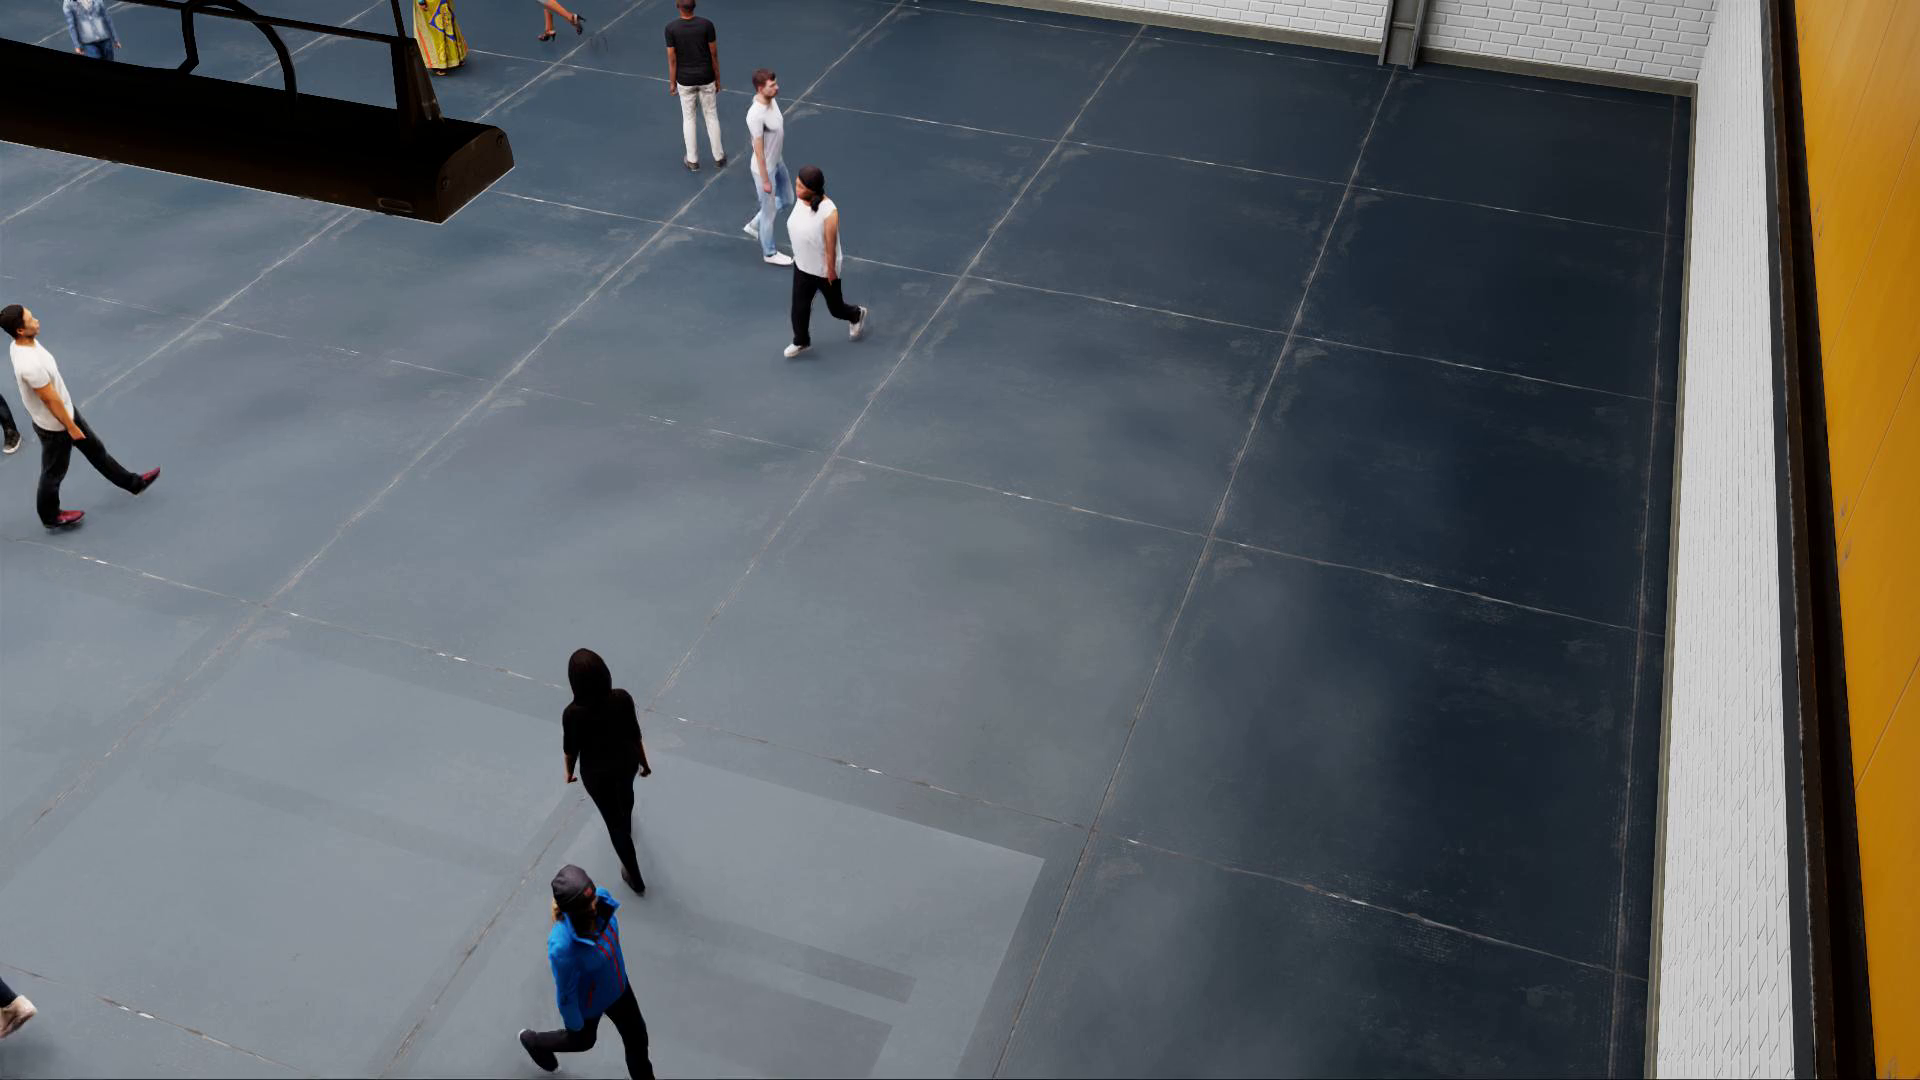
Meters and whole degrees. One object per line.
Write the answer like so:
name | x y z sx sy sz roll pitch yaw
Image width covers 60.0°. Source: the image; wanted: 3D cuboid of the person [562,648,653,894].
person | -1.900 1.314 9.188 0.933 1.623 1.015 -19 42 -22

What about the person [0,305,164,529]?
person | -6.499 -0.828 11.757 1.179 1.765 1.142 -18 42 -21

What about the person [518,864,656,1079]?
person | -1.841 2.165 8.005 1.154 1.769 0.675 17 42 20

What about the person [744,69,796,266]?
person | -1.796 -3.319 14.815 0.759 1.842 0.676 9 40 12

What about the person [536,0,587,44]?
person | -4.630 -6.448 18.796 0.898 1.762 0.613 10 40 13

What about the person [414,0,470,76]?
person | -5.797 -5.995 18.311 0.802 1.659 0.879 18 42 21

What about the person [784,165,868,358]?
person | -1.131 -2.296 13.676 1.016 1.664 1.059 -27 46 -30

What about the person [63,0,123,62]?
person | -9.158 -5.285 17.575 0.694 1.470 0.729 -32 48 -33

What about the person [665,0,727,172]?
person | -2.597 -4.508 16.333 0.730 1.805 0.824 -9 40 -11
